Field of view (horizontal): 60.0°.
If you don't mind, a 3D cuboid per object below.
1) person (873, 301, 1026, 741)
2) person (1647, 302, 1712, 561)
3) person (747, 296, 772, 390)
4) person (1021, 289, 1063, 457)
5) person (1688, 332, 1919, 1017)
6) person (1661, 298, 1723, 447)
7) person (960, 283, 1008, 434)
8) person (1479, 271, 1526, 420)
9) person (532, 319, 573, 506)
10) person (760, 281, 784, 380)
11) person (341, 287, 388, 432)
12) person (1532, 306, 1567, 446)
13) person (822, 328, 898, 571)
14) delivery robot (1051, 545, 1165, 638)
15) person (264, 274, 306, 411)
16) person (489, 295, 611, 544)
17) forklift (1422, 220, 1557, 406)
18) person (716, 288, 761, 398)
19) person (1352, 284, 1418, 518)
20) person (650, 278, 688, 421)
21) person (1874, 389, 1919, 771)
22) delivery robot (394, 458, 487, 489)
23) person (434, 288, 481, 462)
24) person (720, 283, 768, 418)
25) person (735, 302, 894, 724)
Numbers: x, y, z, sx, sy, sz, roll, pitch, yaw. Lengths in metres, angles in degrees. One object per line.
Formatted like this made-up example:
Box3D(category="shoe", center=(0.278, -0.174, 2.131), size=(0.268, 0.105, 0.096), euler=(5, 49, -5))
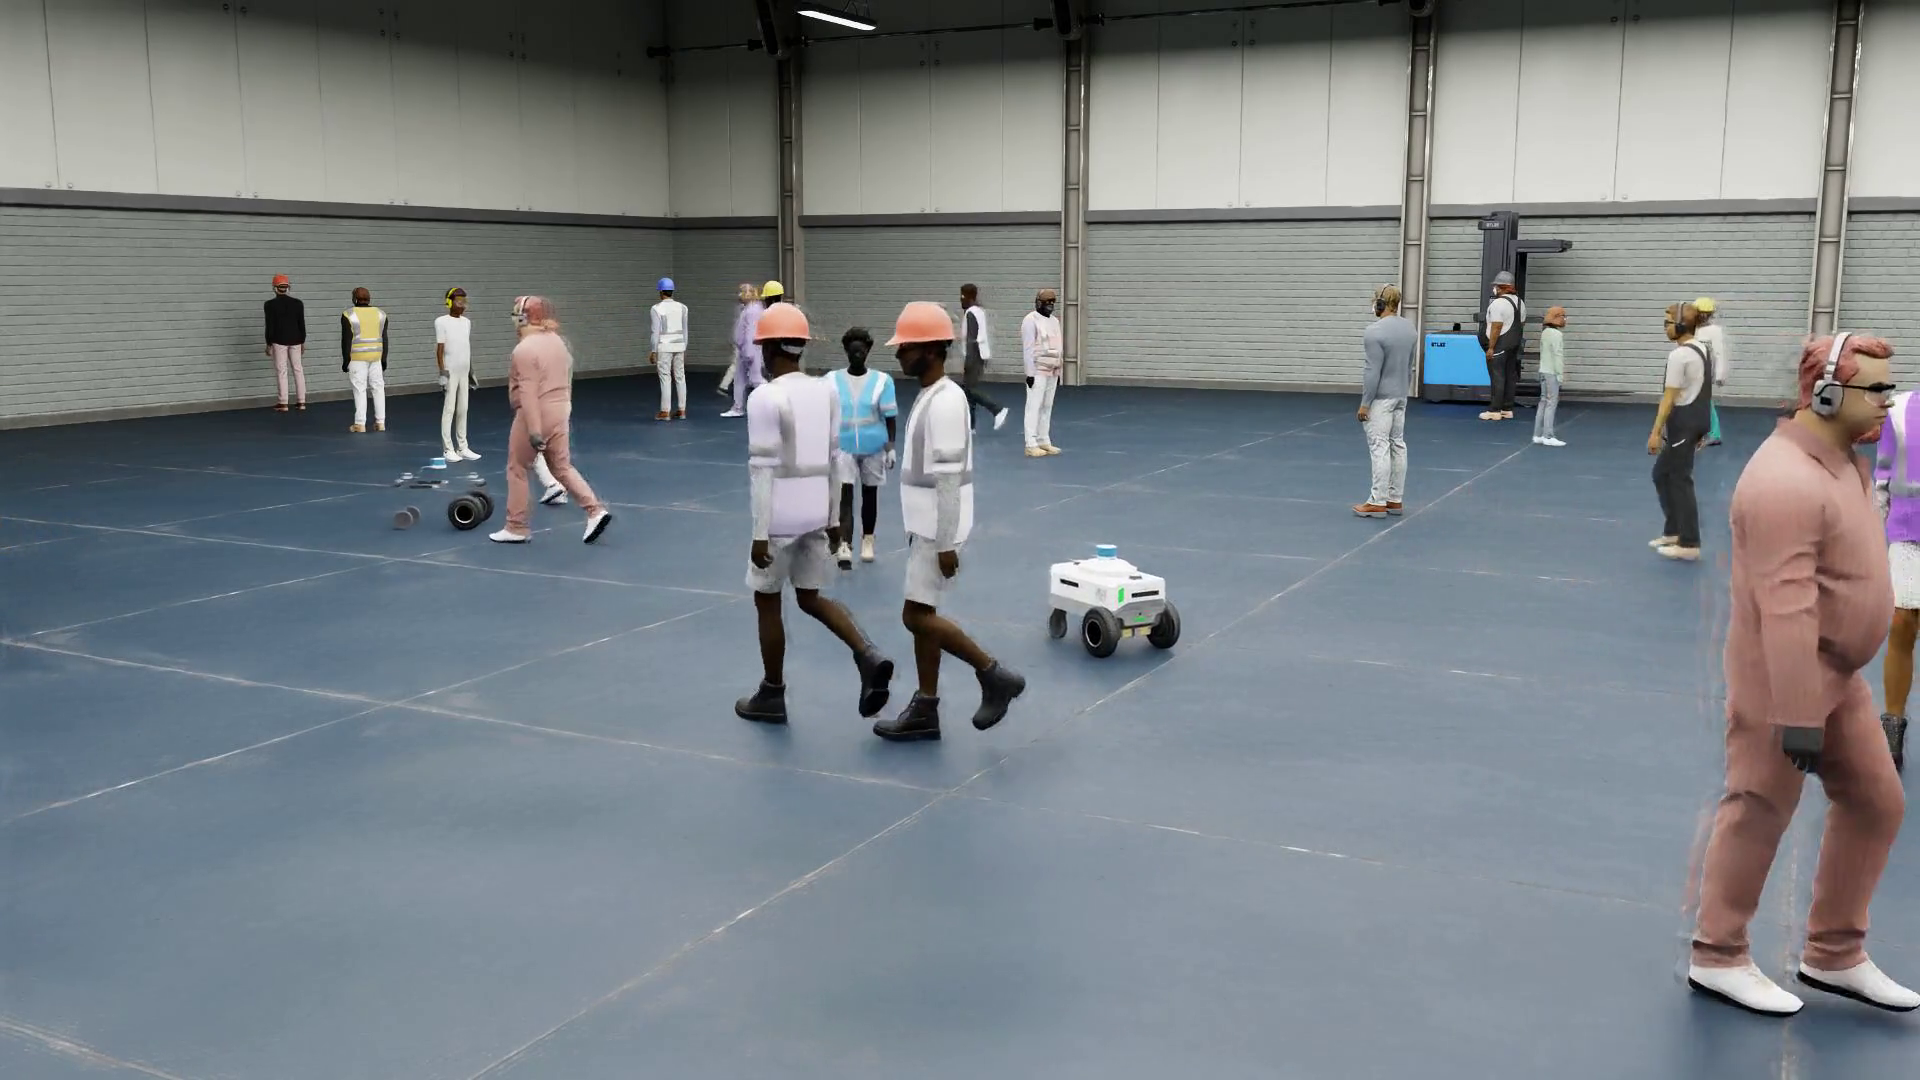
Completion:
Box3D(category="person", center=(-0.071, -0.070, 7.210), size=(0.563, 1.920, 0.550), euler=(-1, 9, -6))
Box3D(category="person", center=(5.091, -0.778, 11.860), size=(0.566, 1.823, 0.530), euler=(8, 12, 41))
Box3D(category="person", center=(-3.269, -3.354, 28.123), size=(0.958, 1.708, 0.531), euler=(5, 11, 29))
Box3D(category="person", center=(0.931, -1.857, 18.493), size=(0.430, 1.840, 0.626), euler=(6, 11, 34))
Box3D(category="person", center=(2.366, 0.390, 4.478), size=(0.708, 1.879, 0.684), euler=(8, 12, 40))
Box3D(category="person", center=(8.520, -1.933, 19.295), size=(0.925, 1.718, 0.538), euler=(-2, 9, -13))
Box3D(category="person", center=(0.232, -2.267, 20.852), size=(0.630, 1.890, 0.607), euler=(1, 9, 6))
Box3D(category="person", center=(7.480, -2.681, 23.082), size=(0.689, 2.000, 0.539), euler=(-8, 12, -41))
Box3D(category="person", center=(-3.567, -1.101, 14.458), size=(0.371, 1.625, 0.548), euler=(5, 11, 30))
Box3D(category="person", center=(-2.202, -2.163, 20.117), size=(0.384, 1.924, 0.589), euler=(-3, 10, -18))
Box3D(category="person", center=(-7.615, -2.307, 21.256), size=(0.429, 1.842, 0.633), euler=(8, 12, 41))
Box3D(category="person", center=(6.988, -1.932, 19.646), size=(0.298, 1.635, 0.520), euler=(0, 9, -1))
Box3D(category="person", center=(-0.698, -0.628, 11.471), size=(0.550, 1.642, 0.879), euler=(0, 9, -2))
Box3D(category="delivery robot", center=(0.807, 0.270, 9.167), size=(0.477, 0.478, 0.707), euler=(-5, 11, -30))
Box3D(category="person", center=(-9.931, -2.906, 24.476), size=(0.378, 1.996, 0.611), euler=(8, 12, 41))
Box3D(category="person", center=(-3.110, -0.900, 12.509), size=(0.907, 1.873, 0.638), euler=(3, 10, 19))
Box3D(category="forklift", center=(8.245, -3.527, 25.720), size=(1.873, 2.768, 1.129), euler=(5, 10, 27))
Box3D(category="person", center=(-3.544, -3.204, 27.015), size=(0.941, 1.781, 0.635), euler=(-2, 9, -14))
Box3D(category="person", center=(3.557, -1.168, 13.936), size=(0.631, 1.939, 0.369), euler=(-8, 12, -42))
Box3D(category="person", center=(-4.007, -2.626, 22.901), size=(0.386, 1.948, 0.601), euler=(9, 13, 43))
Box3D(category="person", center=(4.154, -0.025, 7.029), size=(0.559, 1.899, 0.975), euler=(7, 12, 38))
Box3D(category="delivery robot", center=(-4.191, -0.547, 13.404), size=(0.698, 0.223, 0.335), euler=(-1, 9, -4))
Box3D(category="person", center=(-5.433, -1.790, 17.999), size=(0.328, 1.868, 0.521), euler=(5, 10, 26))
Box3D(category="person", center=(-2.887, -2.645, 23.244), size=(0.881, 1.875, 0.651), euler=(-2, 9, -14))
Box3D(category="person", center=(-0.682, -0.101, 7.454), size=(0.747, 1.913, 0.544), euler=(6, 11, 34))
